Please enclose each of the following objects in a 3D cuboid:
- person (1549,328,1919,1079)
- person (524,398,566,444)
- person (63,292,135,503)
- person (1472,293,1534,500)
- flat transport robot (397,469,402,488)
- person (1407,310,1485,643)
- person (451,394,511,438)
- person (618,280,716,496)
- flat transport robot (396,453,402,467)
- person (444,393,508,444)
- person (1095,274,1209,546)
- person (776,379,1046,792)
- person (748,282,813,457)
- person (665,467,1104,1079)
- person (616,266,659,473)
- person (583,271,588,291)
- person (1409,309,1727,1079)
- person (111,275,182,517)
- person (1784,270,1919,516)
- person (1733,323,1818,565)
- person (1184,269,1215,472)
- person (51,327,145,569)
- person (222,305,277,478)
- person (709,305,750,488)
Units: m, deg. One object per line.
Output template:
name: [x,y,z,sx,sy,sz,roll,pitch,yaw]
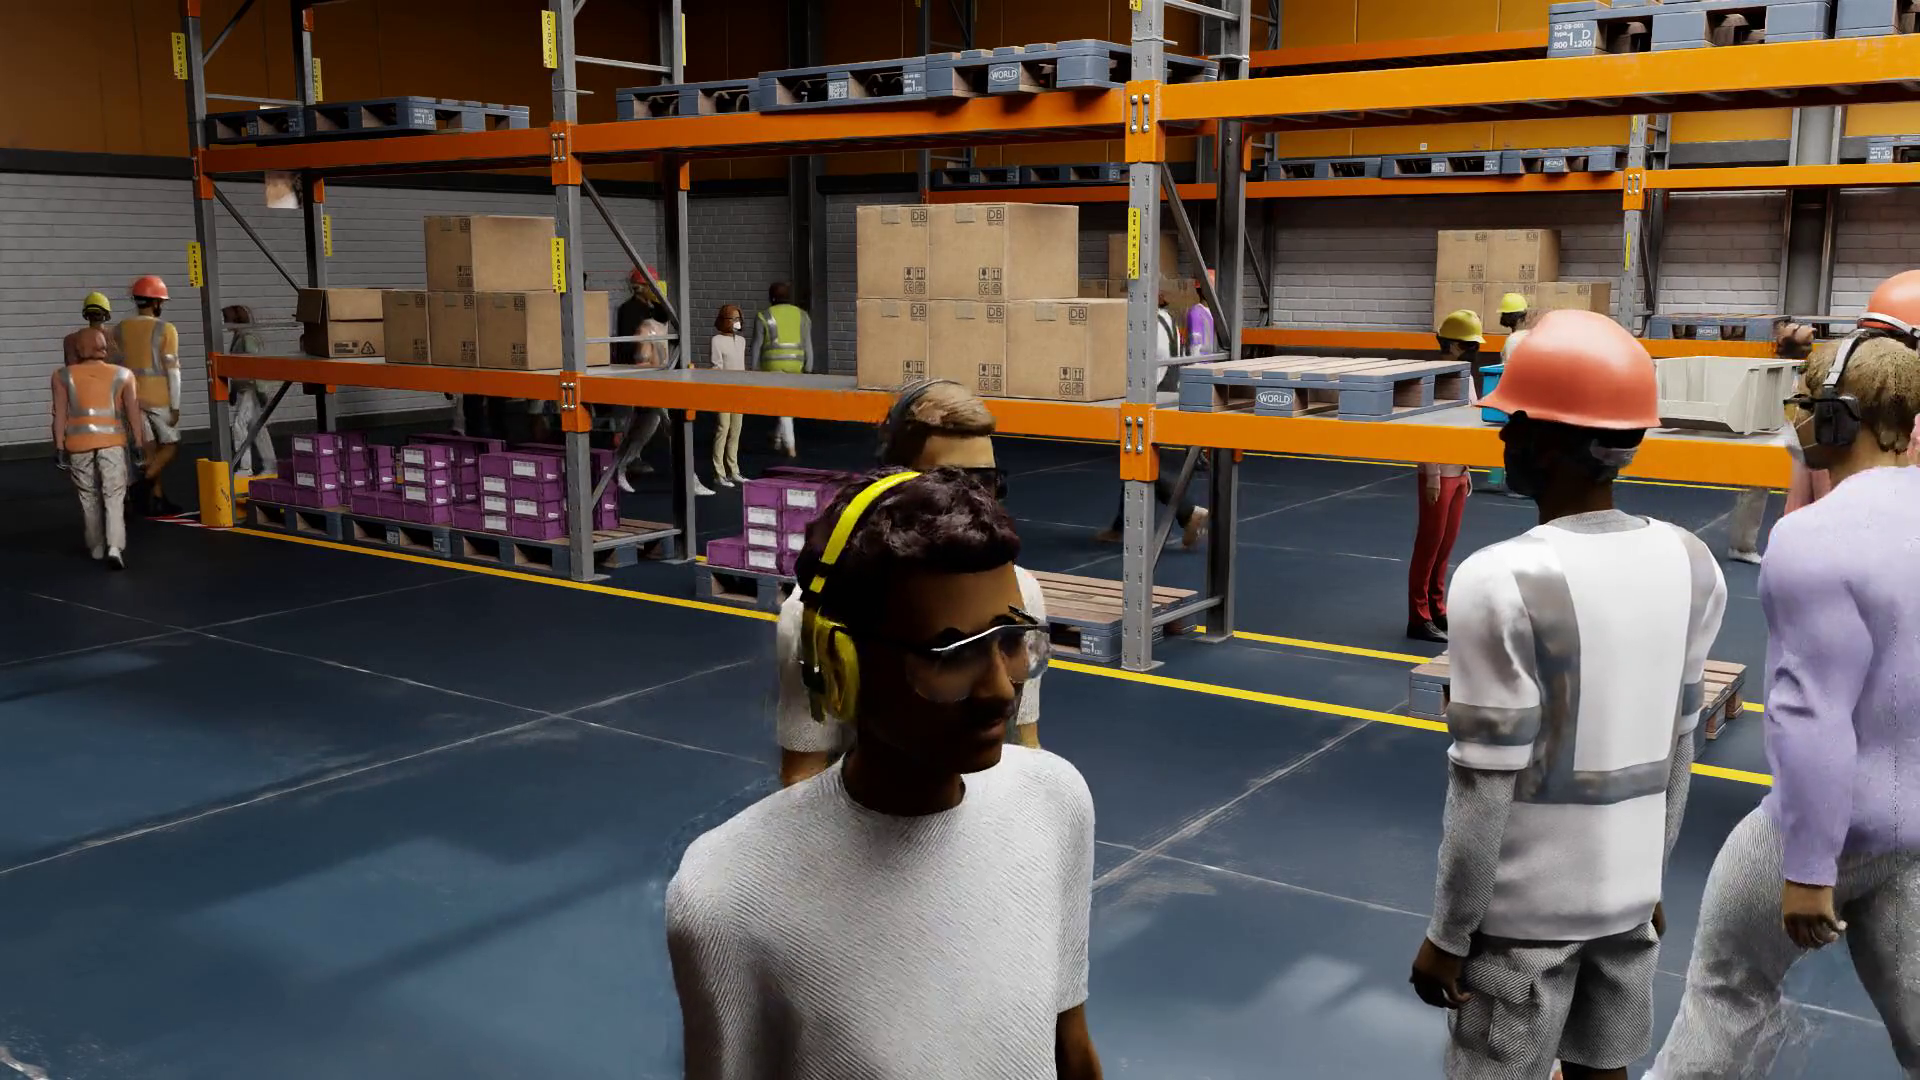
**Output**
person: [1.700,0.532,3.331,0.652,1.883,1.006,-6,11,-31]
person: [-3.807,-1.511,15.479,0.549,1.914,0.755,-8,12,-39]
person: [-7.151,-1.173,13.861,0.521,1.761,0.329,-4,10,-24]
person: [4.643,-1.219,14.157,0.744,1.736,0.544,5,11,30]
flat transport robot: [-4.556,-0.489,14.210,1.431,0.197,0.652,-3,10,-18]
person: [2.627,-0.344,8.910,0.321,1.765,0.533,7,12,36]
person: [-5.473,-2.060,18.793,0.660,1.882,0.801,4,10,20]
person: [-2.650,-1.305,14.350,1.021,1.872,0.600,1,10,8]
flat transport robot: [-5.137,-0.638,15.096,0.652,0.197,1.431,-3,10,-17]
person: [-4.322,-1.477,15.039,0.671,1.975,0.479,-6,12,-34]
person: [1.354,-0.944,11.662,0.844,2.000,0.688,4,11,25]
person: [-0.085,0.641,2.836,0.538,1.834,0.480,-7,12,-35]
person: [-1.920,-1.793,17.442,0.657,1.791,0.941,-6,11,-32]
person: [-0.079,0.821,1.756,0.518,1.847,0.796,-8,12,-39]
person: [-3.032,-1.608,15.824,0.490,1.967,0.635,2,10,14]
person: [-4.692,-2.383,20.623,0.636,1.927,0.937,-4,10,-24]
person: [1.006,0.585,2.847,0.547,1.942,0.350,-5,11,-28]
person: [-6.344,-1.092,12.944,0.541,1.914,0.664,1,10,7]
person: [2.782,0.195,5.017,0.380,1.994,0.618,-5,11,-27]
person: [5.468,-0.600,10.887,0.521,1.613,0.730,-8,13,-41]
person: [2.365,-1.635,16.080,0.375,1.939,0.546,5,11,26]
person: [-5.691,-0.606,10.983,0.536,1.595,0.791,-4,10,-23]
person: [-6.604,-1.343,15.304,0.666,1.613,0.535,-7,12,-36]
person: [-2.063,-1.294,14.955,0.265,1.632,0.508,5,11,25]
